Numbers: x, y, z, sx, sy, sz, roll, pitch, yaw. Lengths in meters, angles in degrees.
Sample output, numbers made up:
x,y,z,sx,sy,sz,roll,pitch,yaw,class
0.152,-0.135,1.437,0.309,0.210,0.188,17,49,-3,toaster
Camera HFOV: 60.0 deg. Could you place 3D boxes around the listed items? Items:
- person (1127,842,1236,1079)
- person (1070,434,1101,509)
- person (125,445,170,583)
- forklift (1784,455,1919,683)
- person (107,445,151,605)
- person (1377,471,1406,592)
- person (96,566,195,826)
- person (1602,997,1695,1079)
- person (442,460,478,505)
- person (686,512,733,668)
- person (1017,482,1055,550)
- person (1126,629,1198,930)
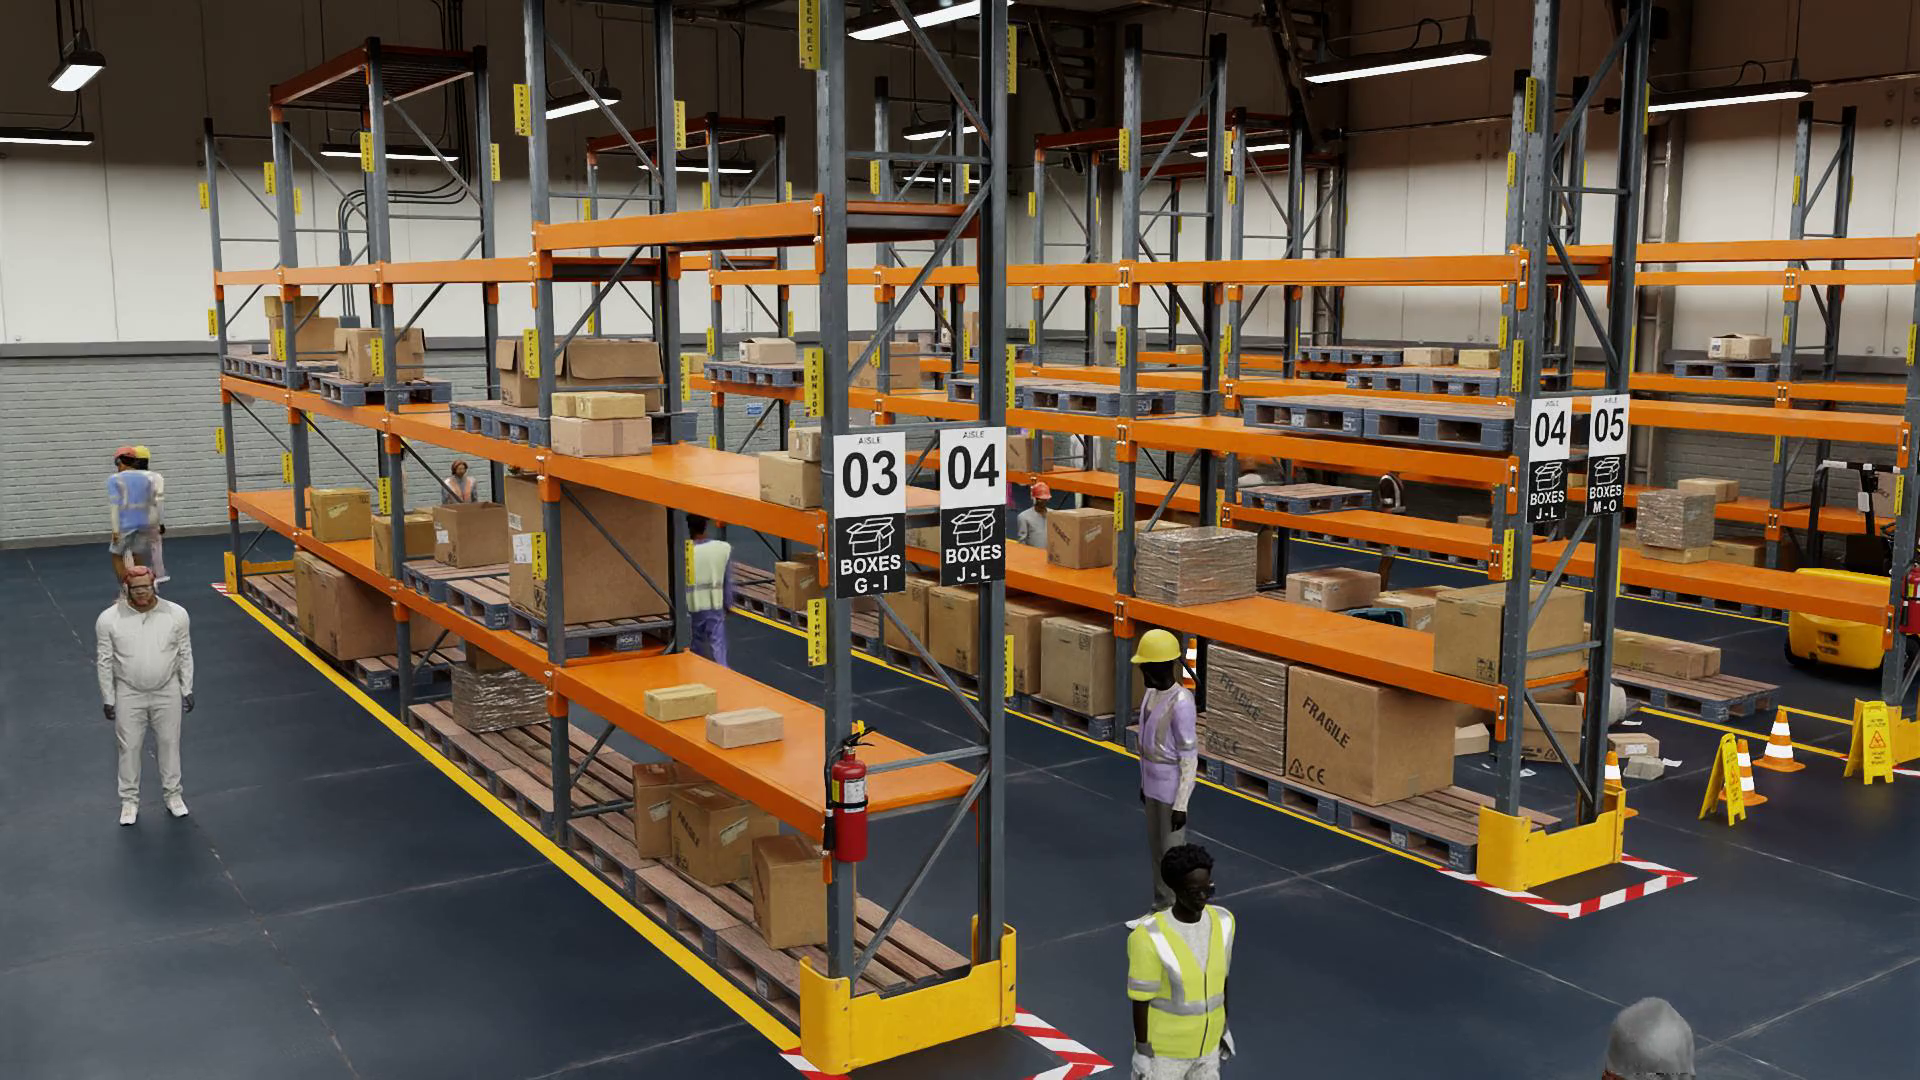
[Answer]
x,y,z,sx,sy,sz,roll,pitch,yaw,class
0.910,2.054,6.820,0.536,1.696,0.322,-5,10,-31,person
2.205,-1.316,29.081,0.571,1.747,0.346,4,10,27,person
-10.779,-0.304,21.914,0.598,1.889,0.941,-1,9,-4,person
9.643,0.253,17.172,2.313,2.155,1.214,-6,10,-33,forklift
-10.296,-0.170,20.652,0.583,1.990,0.656,4,9,23,person
5.307,-0.148,20.341,0.394,2.041,0.612,4,9,24,person
-5.985,1.132,12.269,0.642,1.909,0.399,-5,10,-31,person
1.847,2.206,4.673,0.688,2.000,1.002,2,9,15,person
-6.840,-0.295,22.751,0.522,1.611,0.406,-7,11,-39,person
-2.396,0.644,15.628,0.595,1.886,0.945,-3,9,-18,person
0.911,0.210,18.911,0.563,1.752,0.341,-5,10,-31,person
1.203,1.476,9.922,0.383,1.922,0.593,-2,9,-14,person
